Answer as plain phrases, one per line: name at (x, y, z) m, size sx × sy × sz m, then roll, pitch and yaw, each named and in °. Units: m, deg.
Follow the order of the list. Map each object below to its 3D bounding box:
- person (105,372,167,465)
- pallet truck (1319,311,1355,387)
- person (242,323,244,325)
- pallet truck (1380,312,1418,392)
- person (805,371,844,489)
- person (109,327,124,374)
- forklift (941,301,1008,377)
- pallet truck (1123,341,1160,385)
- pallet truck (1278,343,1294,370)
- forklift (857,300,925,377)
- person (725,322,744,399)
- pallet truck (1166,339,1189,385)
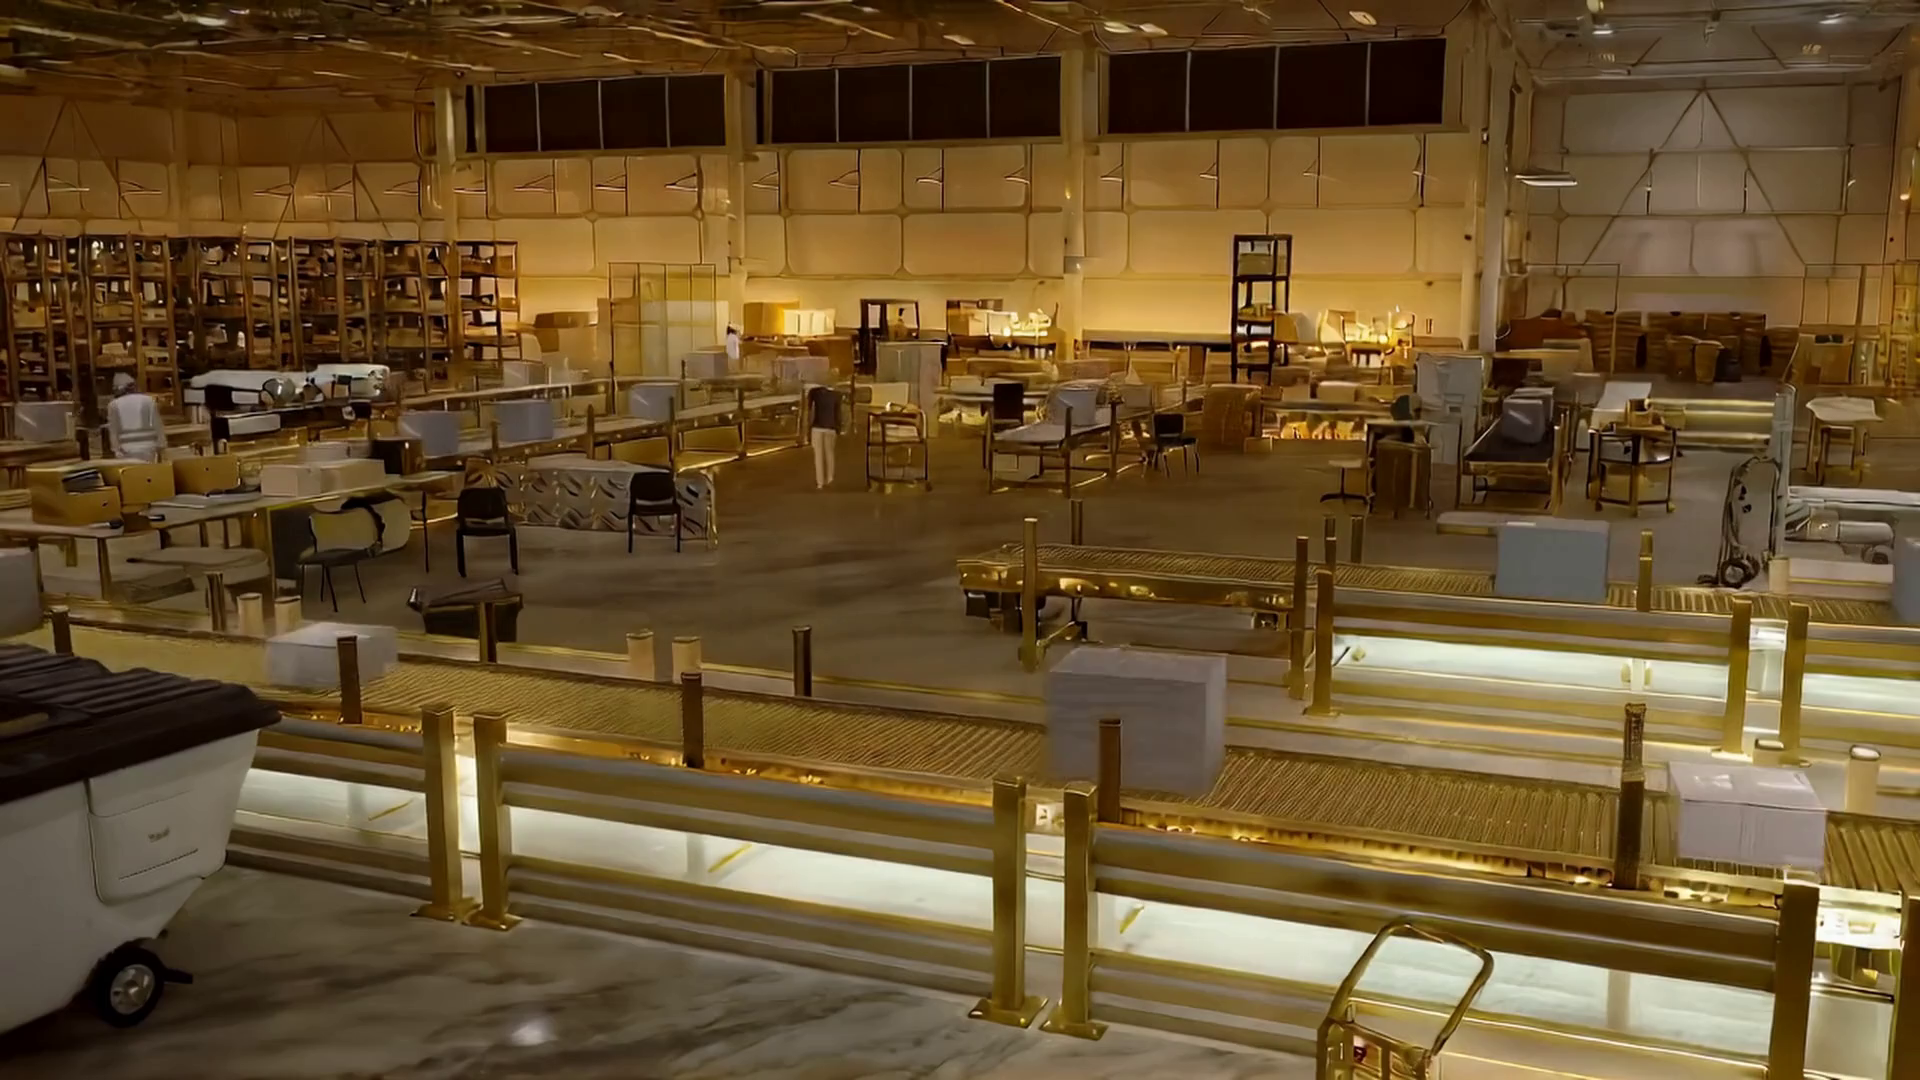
person at (-9.822, -1.110, 19.849) m, size 0.601 × 1.777 × 0.769 m, roll -2°, pitch 9°, yaw -9°
pallet truck at (9.071, -4.419, 39.190) m, size 0.823 × 1.965 × 1.885 m, roll 5°, pitch 10°, yaw 26°
person at (-17.062, -4.465, 39.581) m, size 0.737 × 1.962 × 0.638 m, roll -7°, pitch 12°, yaw -36°
pallet truck at (10.207, -4.283, 38.369) m, size 0.823 × 1.965 × 1.885 m, roll 3°, pitch 10°, yaw 20°
person at (-1.854, -1.506, 22.732) m, size 0.529 × 1.601 × 0.634 m, roll -1°, pitch 9°, yaw -8°
person at (-19.514, -4.230, 38.539) m, size 0.565 × 1.836 × 0.378 m, roll 6°, pitch 11°, yaw 31°
forklift at (0.365, -4.966, 41.571) m, size 1.157 × 1.987 × 2.680 m, roll 3°, pitch 10°, yaw 20°
pallet truck at (4.445, -4.380, 41.279) m, size 0.680 × 1.201 × 1.601 m, roll 4°, pitch 10°, yaw 22°
pallet truck at (7.886, -4.163, 39.743) m, size 0.653 × 1.274 × 1.630 m, roll 4°, pitch 10°, yaw 22°
forklift at (-1.732, -5.109, 42.468) m, size 1.157 × 1.987 × 2.680 m, roll 4°, pitch 10°, yaw 22°
person at (-5.093, -4.060, 37.716) m, size 0.533 × 1.767 × 0.322 m, roll 8°, pitch 12°, yaw 39°
pallet truck at (5.418, -4.269, 40.420) m, size 0.704 × 1.261 × 1.522 m, roll 3°, pitch 10°, yaw 20°
